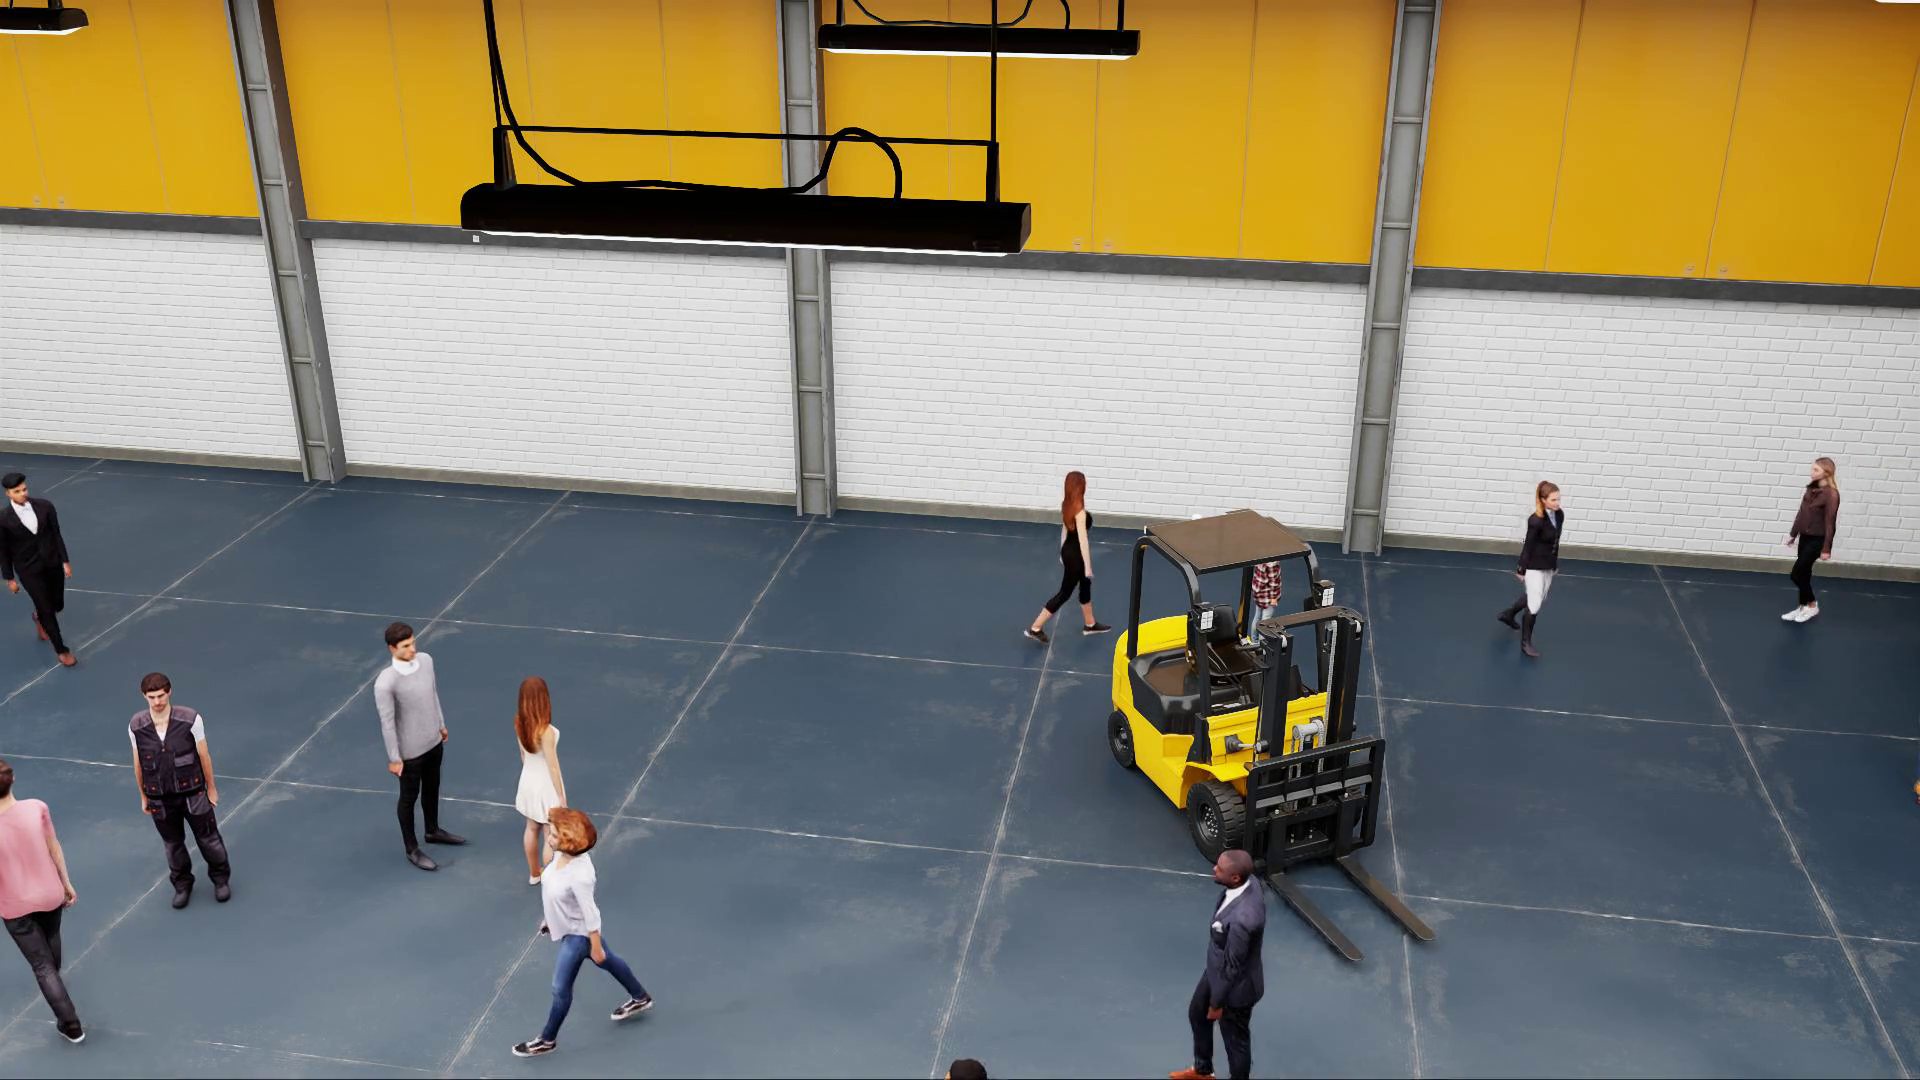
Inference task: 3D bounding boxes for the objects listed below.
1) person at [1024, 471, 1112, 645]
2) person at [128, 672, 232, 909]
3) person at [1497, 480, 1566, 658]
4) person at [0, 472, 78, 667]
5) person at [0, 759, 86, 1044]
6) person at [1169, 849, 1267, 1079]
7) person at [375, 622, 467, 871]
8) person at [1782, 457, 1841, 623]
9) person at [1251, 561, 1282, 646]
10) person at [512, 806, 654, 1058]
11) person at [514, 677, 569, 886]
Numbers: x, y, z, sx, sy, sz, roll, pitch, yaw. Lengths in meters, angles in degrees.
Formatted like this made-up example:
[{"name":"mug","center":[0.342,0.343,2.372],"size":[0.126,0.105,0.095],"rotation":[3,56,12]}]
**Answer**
[{"name":"person","center":[0.975,0.197,15.468],"size":[1.191,1.691,0.902],"rotation":[-6,24,-14]},{"name":"person","center":[-5.511,1.752,11.720],"size":[0.678,1.843,0.800],"rotation":[-6,24,-13]},{"name":"person","center":[5.284,0.247,15.331],"size":[0.864,1.710,0.915],"rotation":[-16,28,-33]},{"name":"person","center":[-8.442,0.226,15.186],"size":[1.201,1.864,1.034],"rotation":[20,30,38]},{"name":"person","center":[-5.771,2.300,10.378],"size":[1.257,1.916,1.071],"rotation":[21,31,39]},{"name":"person","center":[1.683,2.606,9.807],"size":[0.740,1.811,0.720],"rotation":[3,24,7]},{"name":"person","center":[-4.019,1.473,12.261],"size":[0.691,1.921,0.794],"rotation":[9,25,21]},{"name":"person","center":[8.222,0.014,15.886],"size":[0.632,1.692,0.654],"rotation":[0,24,0]},{"name":"person","center":[2.815,0.468,15.329],"size":[0.632,1.306,0.604],"rotation":[-5,24,-11]},{"name":"person","center":[-2.297,2.409,10.439],"size":[1.242,1.667,1.058],"rotation":[-10,26,-22]},{"name":"person","center":[-2.998,1.753,11.885],"size":[0.603,1.709,0.703],"rotation":[19,30,36]}]
